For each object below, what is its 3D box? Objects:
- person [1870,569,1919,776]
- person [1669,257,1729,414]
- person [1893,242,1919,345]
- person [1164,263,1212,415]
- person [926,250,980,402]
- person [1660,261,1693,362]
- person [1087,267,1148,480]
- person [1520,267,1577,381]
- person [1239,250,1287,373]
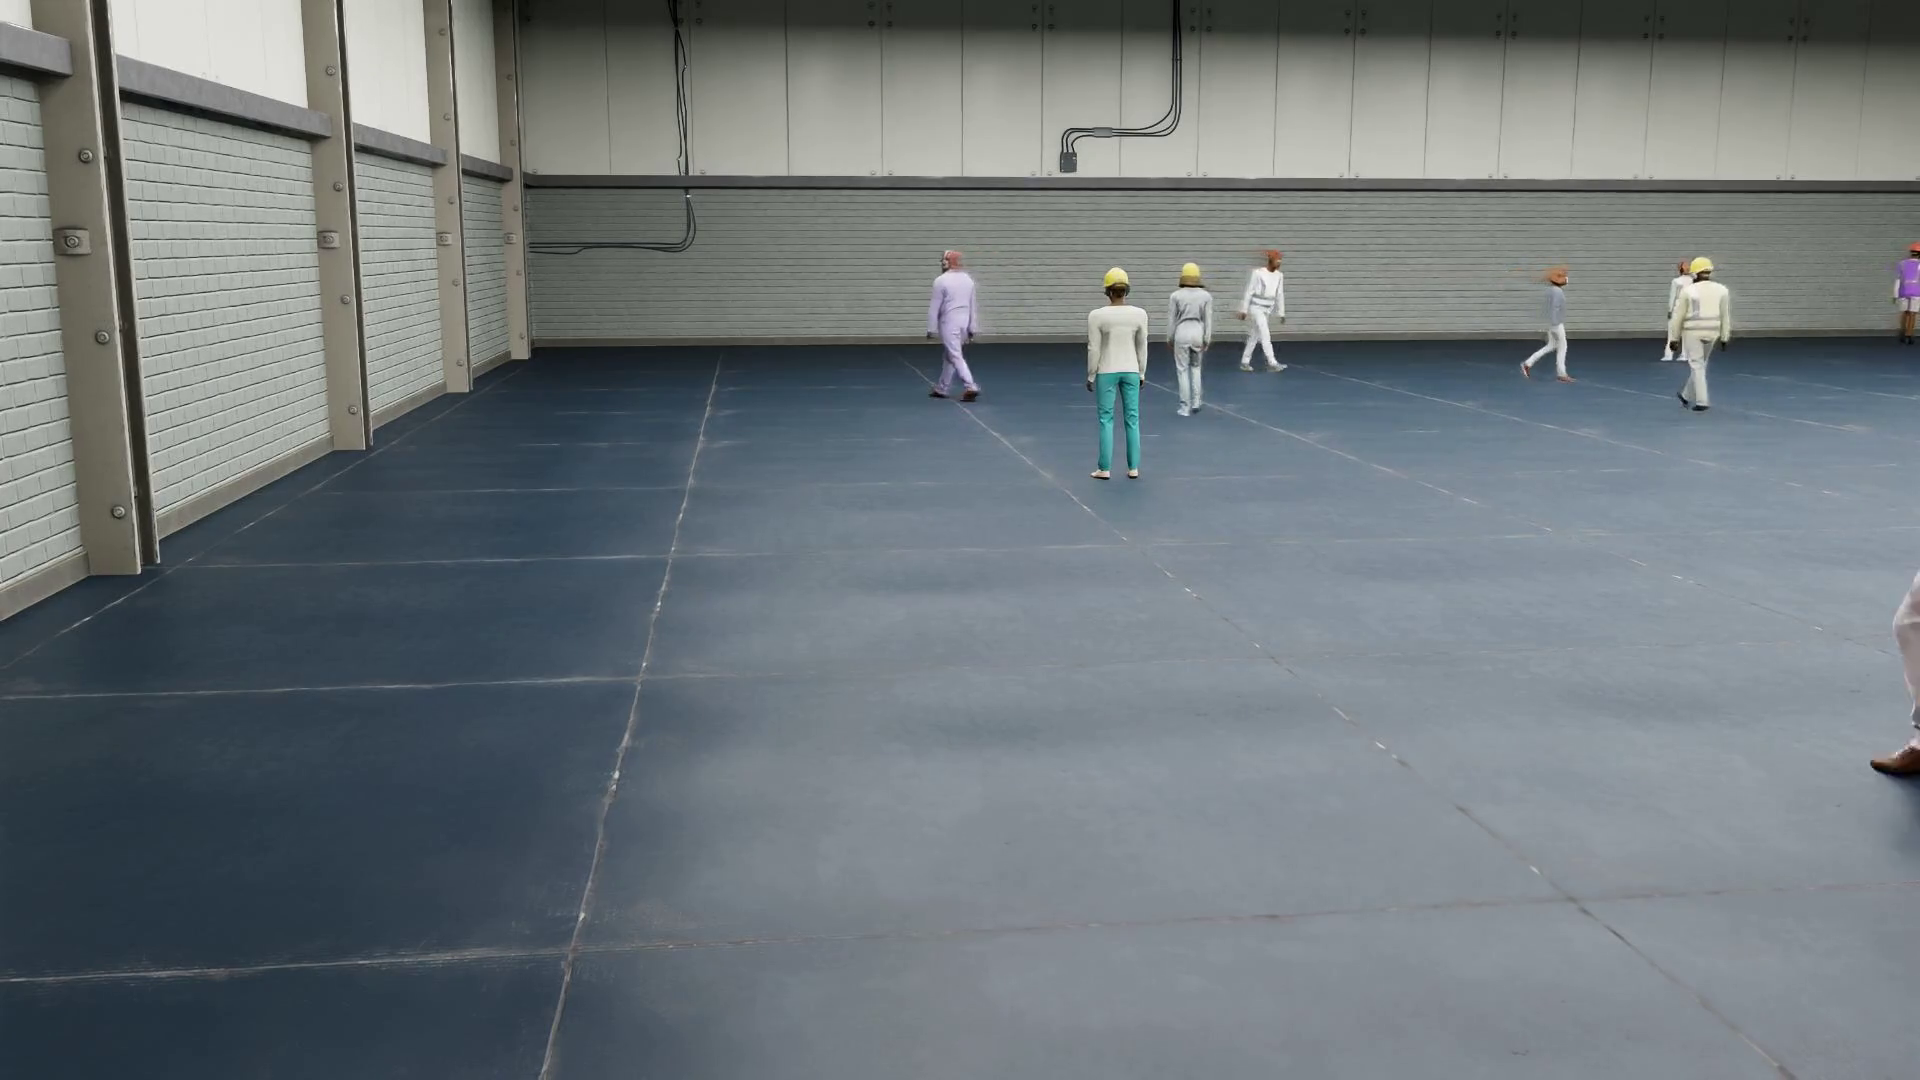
[{"bbox_3d":[3.739,-0.021,6.115,0.673,1.881,0.662,-7,13,-35],"label":"person"},{"bbox_3d":[8.528,-2.377,19.311,0.614,1.775,0.928,-2,10,-9],"label":"person"},{"bbox_3d":[17.993,-4.642,31.365,0.724,1.914,0.585,-9,14,-41],"label":"person"},{"bbox_3d":[2.601,-2.290,19.005,0.497,1.726,0.552,-2,10,-9],"label":"person"},{"bbox_3d":[-0.072,-2.650,20.614,0.992,1.864,0.657,10,14,42],"label":"person"},{"bbox_3d":[11.706,-3.700,26.984,0.528,1.637,0.358,-2,11,-13],"label":"person"},{"bbox_3d":[1.309,-1.383,13.903,0.522,1.771,0.307,-2,11,-12],"label":"person"},{"bbox_3d":[8.303,-3.028,23.353,0.696,1.608,0.508,2,11,12],"label":"person"},{"bbox_3d":[4.577,-3.413,24.891,0.588,1.812,0.991,-8,13,-39],"label":"person"}]
